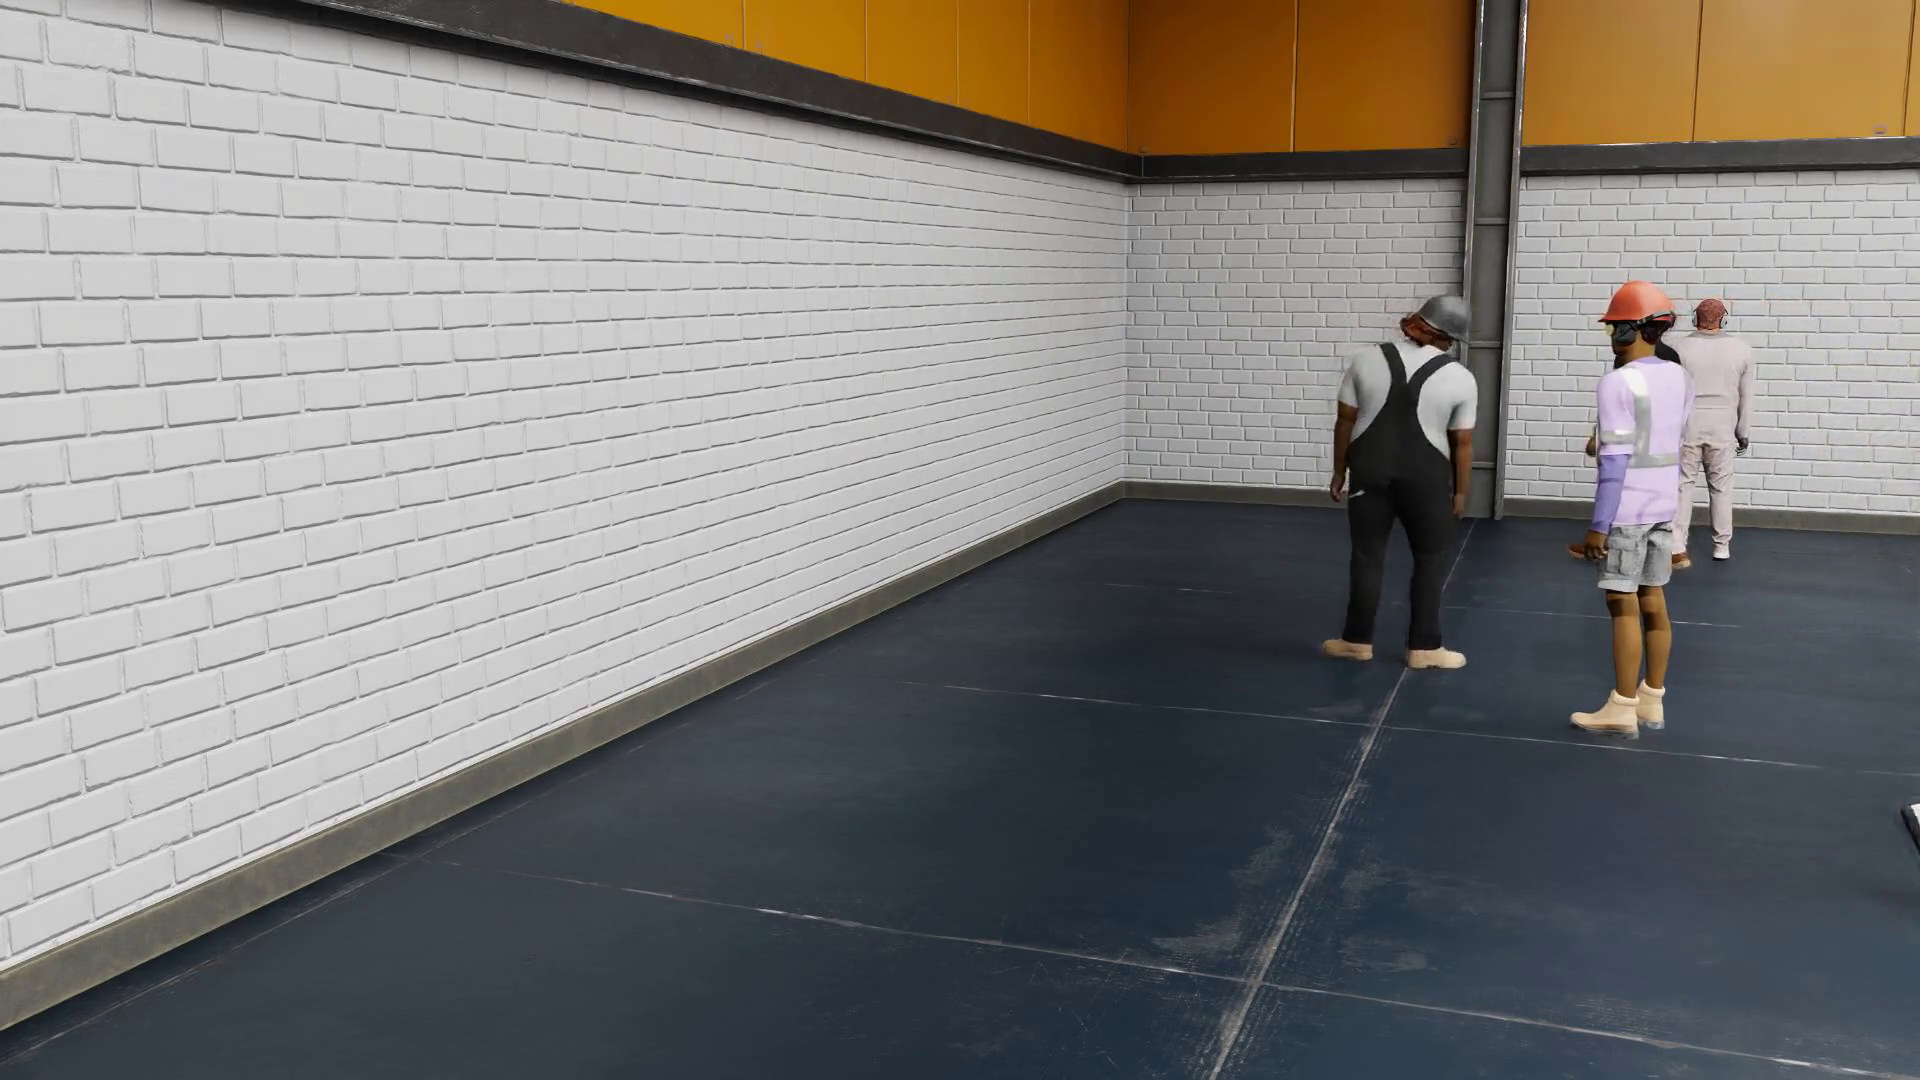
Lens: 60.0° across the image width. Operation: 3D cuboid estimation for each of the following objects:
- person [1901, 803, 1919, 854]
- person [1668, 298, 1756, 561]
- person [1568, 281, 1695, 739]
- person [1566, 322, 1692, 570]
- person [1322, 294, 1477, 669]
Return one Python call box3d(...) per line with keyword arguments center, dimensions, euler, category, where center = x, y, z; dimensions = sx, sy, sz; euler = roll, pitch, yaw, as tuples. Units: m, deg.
box3d(center=(3.418, 0.307, 5.191), dimensions=(0.650, 1.898, 0.619), euler=(6, 11, 32), category="person")
box3d(center=(5.397, -0.798, 12.092), dimensions=(0.649, 1.906, 0.401), euler=(2, 9, 15), category="person")
box3d(center=(3.002, -0.131, 7.471), dimensions=(0.609, 2.044, 0.394), euler=(-7, 11, -36), category="person")
box3d(center=(4.779, -0.752, 11.706), dimensions=(0.616, 1.939, 1.009), euler=(-7, 12, -38), category="person")
box3d(center=(2.335, -0.353, 8.877), dimensions=(0.796, 2.000, 0.534), euler=(4, 10, 24), category="person")
